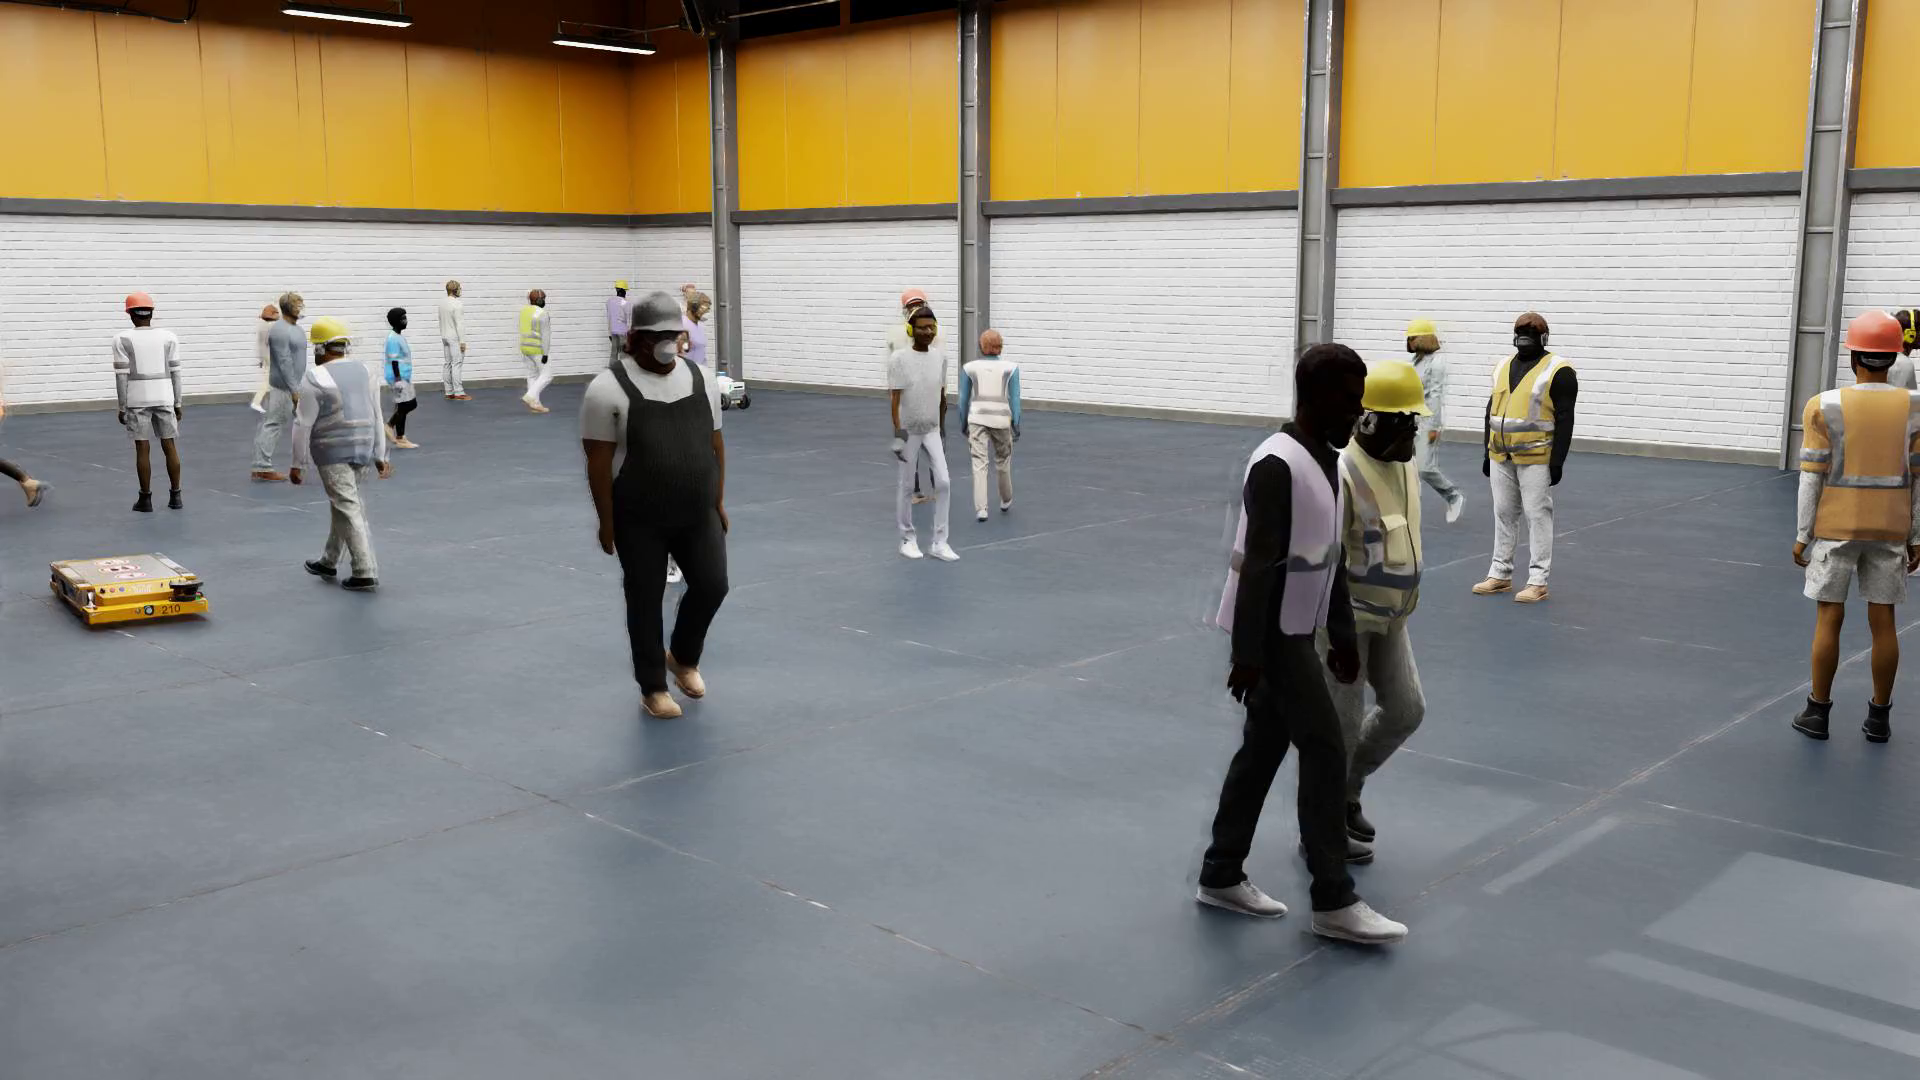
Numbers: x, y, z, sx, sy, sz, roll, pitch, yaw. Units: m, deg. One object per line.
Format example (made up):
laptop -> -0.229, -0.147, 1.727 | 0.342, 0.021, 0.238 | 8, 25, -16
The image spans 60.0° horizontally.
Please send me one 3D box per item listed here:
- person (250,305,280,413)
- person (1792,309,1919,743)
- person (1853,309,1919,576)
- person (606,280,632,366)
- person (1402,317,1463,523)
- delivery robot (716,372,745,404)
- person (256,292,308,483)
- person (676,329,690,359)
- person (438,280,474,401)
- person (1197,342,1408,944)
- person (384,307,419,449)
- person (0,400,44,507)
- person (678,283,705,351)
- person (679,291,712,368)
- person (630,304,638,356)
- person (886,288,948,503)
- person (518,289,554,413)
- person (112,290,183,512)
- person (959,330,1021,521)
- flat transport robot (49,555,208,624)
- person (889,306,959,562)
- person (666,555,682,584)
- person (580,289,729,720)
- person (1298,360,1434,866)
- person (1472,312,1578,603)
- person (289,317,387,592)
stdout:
person -> -10.244, -2.696, 24.717 | 0.500, 1.592, 0.853 | 7, 12, 37
person -> 4.030, -0.055, 7.454 | 0.545, 1.942, 0.354 | 3, 10, 15
person -> 6.540, -0.660, 11.489 | 0.775, 1.845, 0.516 | 0, 9, 3
person -> -6.281, -3.854, 30.824 | 0.583, 1.919, 0.390 | 5, 11, 29
person -> 3.776, -0.939, 13.503 | 0.568, 1.728, 0.500 | -3, 10, -20
delivery robot -> -3.590, -2.295, 25.137 | 0.707, 0.478, 0.477 | 8, 12, 39
person -> -6.532, -1.497, 16.446 | 1.058, 1.882, 0.660 | 0, 9, 1
person -> -2.615, -1.199, 15.542 | 0.847, 1.586, 0.513 | 3, 10, 18
person -> -8.140, -3.197, 26.748 | 0.379, 1.933, 0.629 | -9, 13, -44
person -> 1.163, 0.323, 5.312 | 0.859, 1.879, 0.615 | 5, 10, 26
person -> -6.584, -1.893, 19.515 | 0.399, 1.677, 0.547 | -2, 9, -11
person -> -8.438, -1.068, 14.486 | 0.712, 1.679, 0.542 | -3, 10, -16
person -> -4.284, -3.091, 26.215 | 0.485, 1.890, 0.660 | 5, 11, 29
person -> -2.596, -1.437, 16.053 | 0.593, 1.896, 0.709 | 2, 9, 10
person -> -3.414, -1.725, 18.196 | 0.996, 1.791, 0.628 | -2, 9, -12
person -> -0.393, -1.313, 15.158 | 0.647, 1.943, 0.593 | 4, 10, 22
person -> -6.236, -2.755, 24.370 | 0.640, 1.830, 0.506 | 7, 12, 38
person -> -7.100, -1.209, 14.557 | 0.543, 1.933, 0.364 | -8, 12, -40
person -> 0.259, -0.986, 14.213 | 0.533, 1.588, 0.856 | 1, 9, 5
flat transport robot -> -5.263, 0.285, 10.479 | 0.652, 0.197, 1.431 | -7, 12, -36
person -> -0.266, -0.754, 12.035 | 0.505, 1.844, 0.730 | -4, 10, -24
person -> -1.988, -0.481, 11.046 | 0.536, 1.605, 0.652 | 1, 9, 9
person -> -1.400, -0.169, 7.850 | 0.704, 2.000, 0.535 | -6, 11, -31
person -> 1.445, 0.266, 5.893 | 0.459, 1.807, 0.659 | 8, 12, 41
person -> 3.603, -0.530, 10.661 | 0.429, 1.846, 0.633 | -6, 11, -32
person -> -4.197, -0.566, 11.006 | 0.844, 1.797, 0.626 | 4, 10, 26
